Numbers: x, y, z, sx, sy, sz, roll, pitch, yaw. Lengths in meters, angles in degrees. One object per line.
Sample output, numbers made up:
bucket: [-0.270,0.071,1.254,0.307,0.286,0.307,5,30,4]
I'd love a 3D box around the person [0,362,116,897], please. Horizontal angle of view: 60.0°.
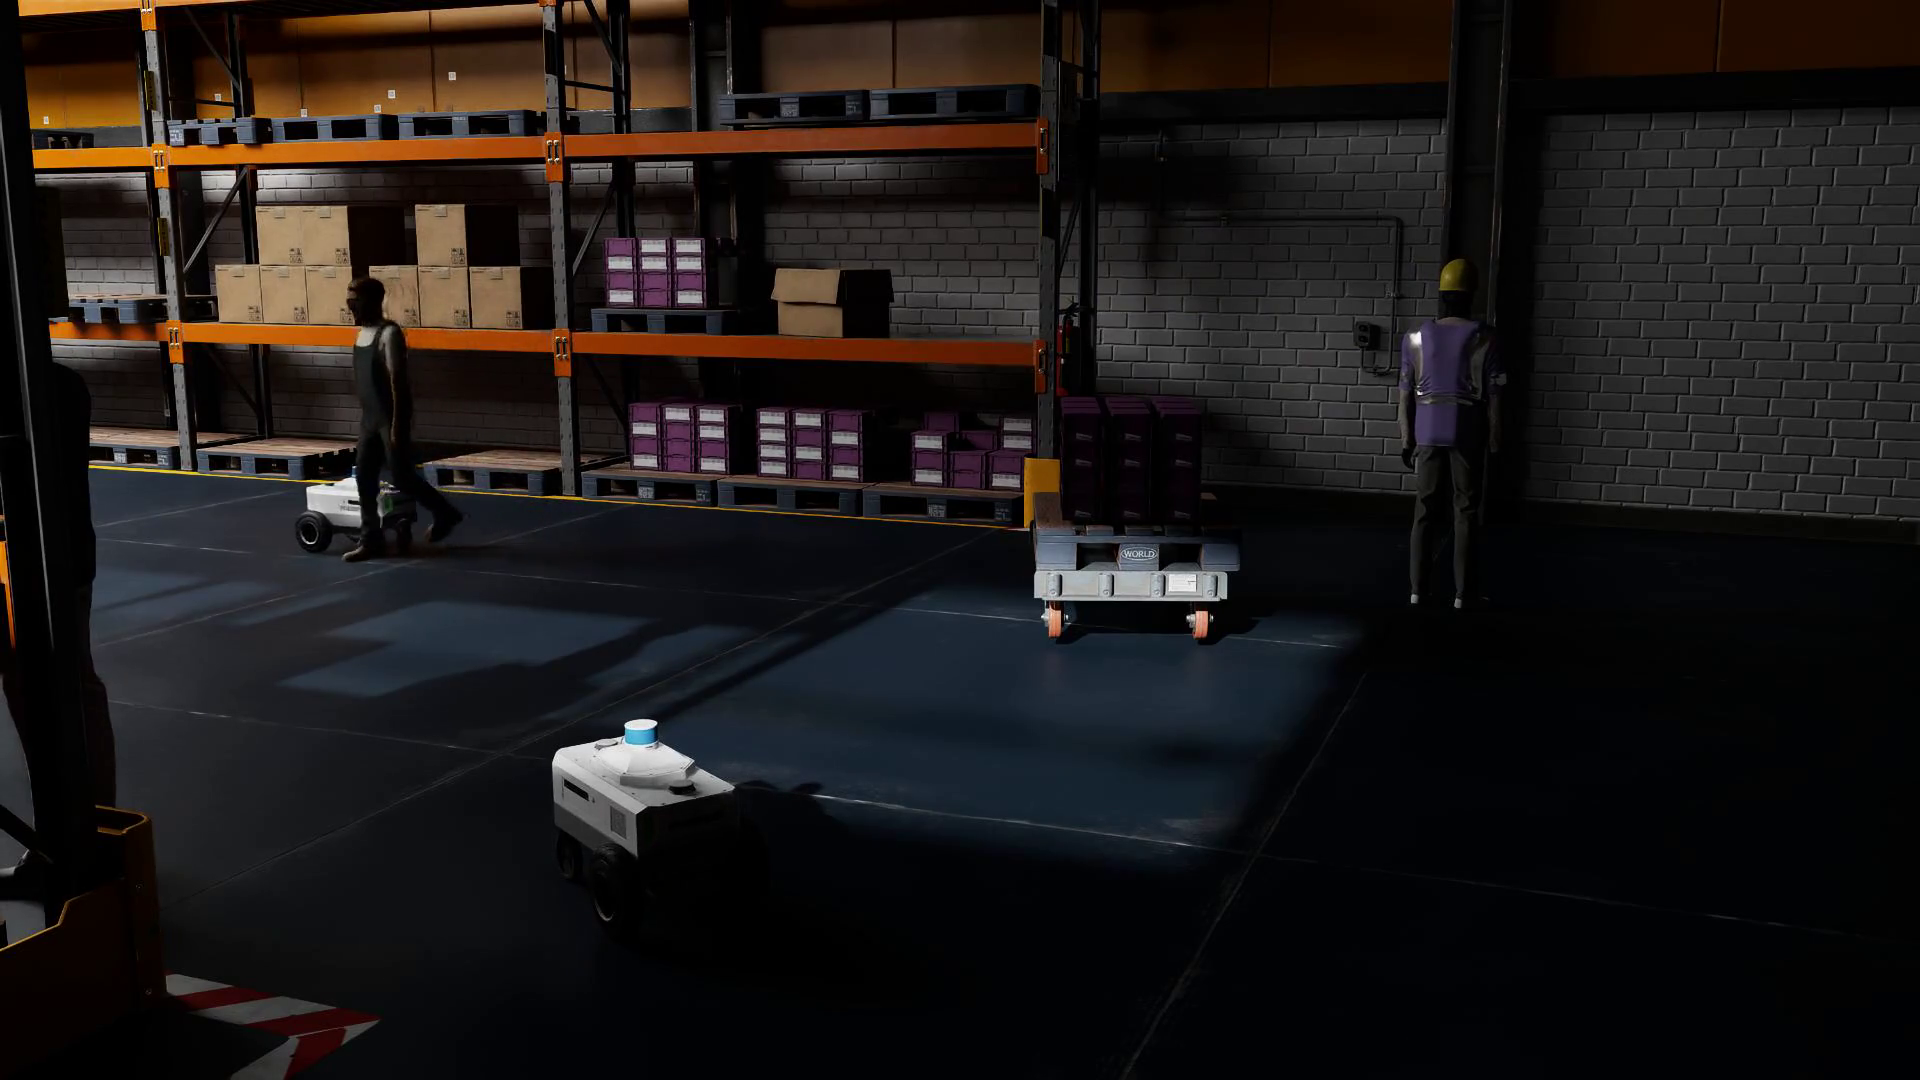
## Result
person: [-2.900,0.106,5.193,0.375,1.997,0.612,-1,10,-4]

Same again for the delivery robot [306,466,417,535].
delivery robot: [-3.918,-0.245,10.906,0.707,0.478,0.477,4,11,21]

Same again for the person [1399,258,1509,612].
person: [2.703,-0.568,9.129,0.592,1.930,0.356,7,12,33]

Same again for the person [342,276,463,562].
person: [-3.605,-0.782,10.669,0.512,1.816,0.782,8,13,38]

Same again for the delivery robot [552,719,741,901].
delivery robot: [-0.973,0.795,5.109,0.477,0.478,0.707,-7,13,-36]
